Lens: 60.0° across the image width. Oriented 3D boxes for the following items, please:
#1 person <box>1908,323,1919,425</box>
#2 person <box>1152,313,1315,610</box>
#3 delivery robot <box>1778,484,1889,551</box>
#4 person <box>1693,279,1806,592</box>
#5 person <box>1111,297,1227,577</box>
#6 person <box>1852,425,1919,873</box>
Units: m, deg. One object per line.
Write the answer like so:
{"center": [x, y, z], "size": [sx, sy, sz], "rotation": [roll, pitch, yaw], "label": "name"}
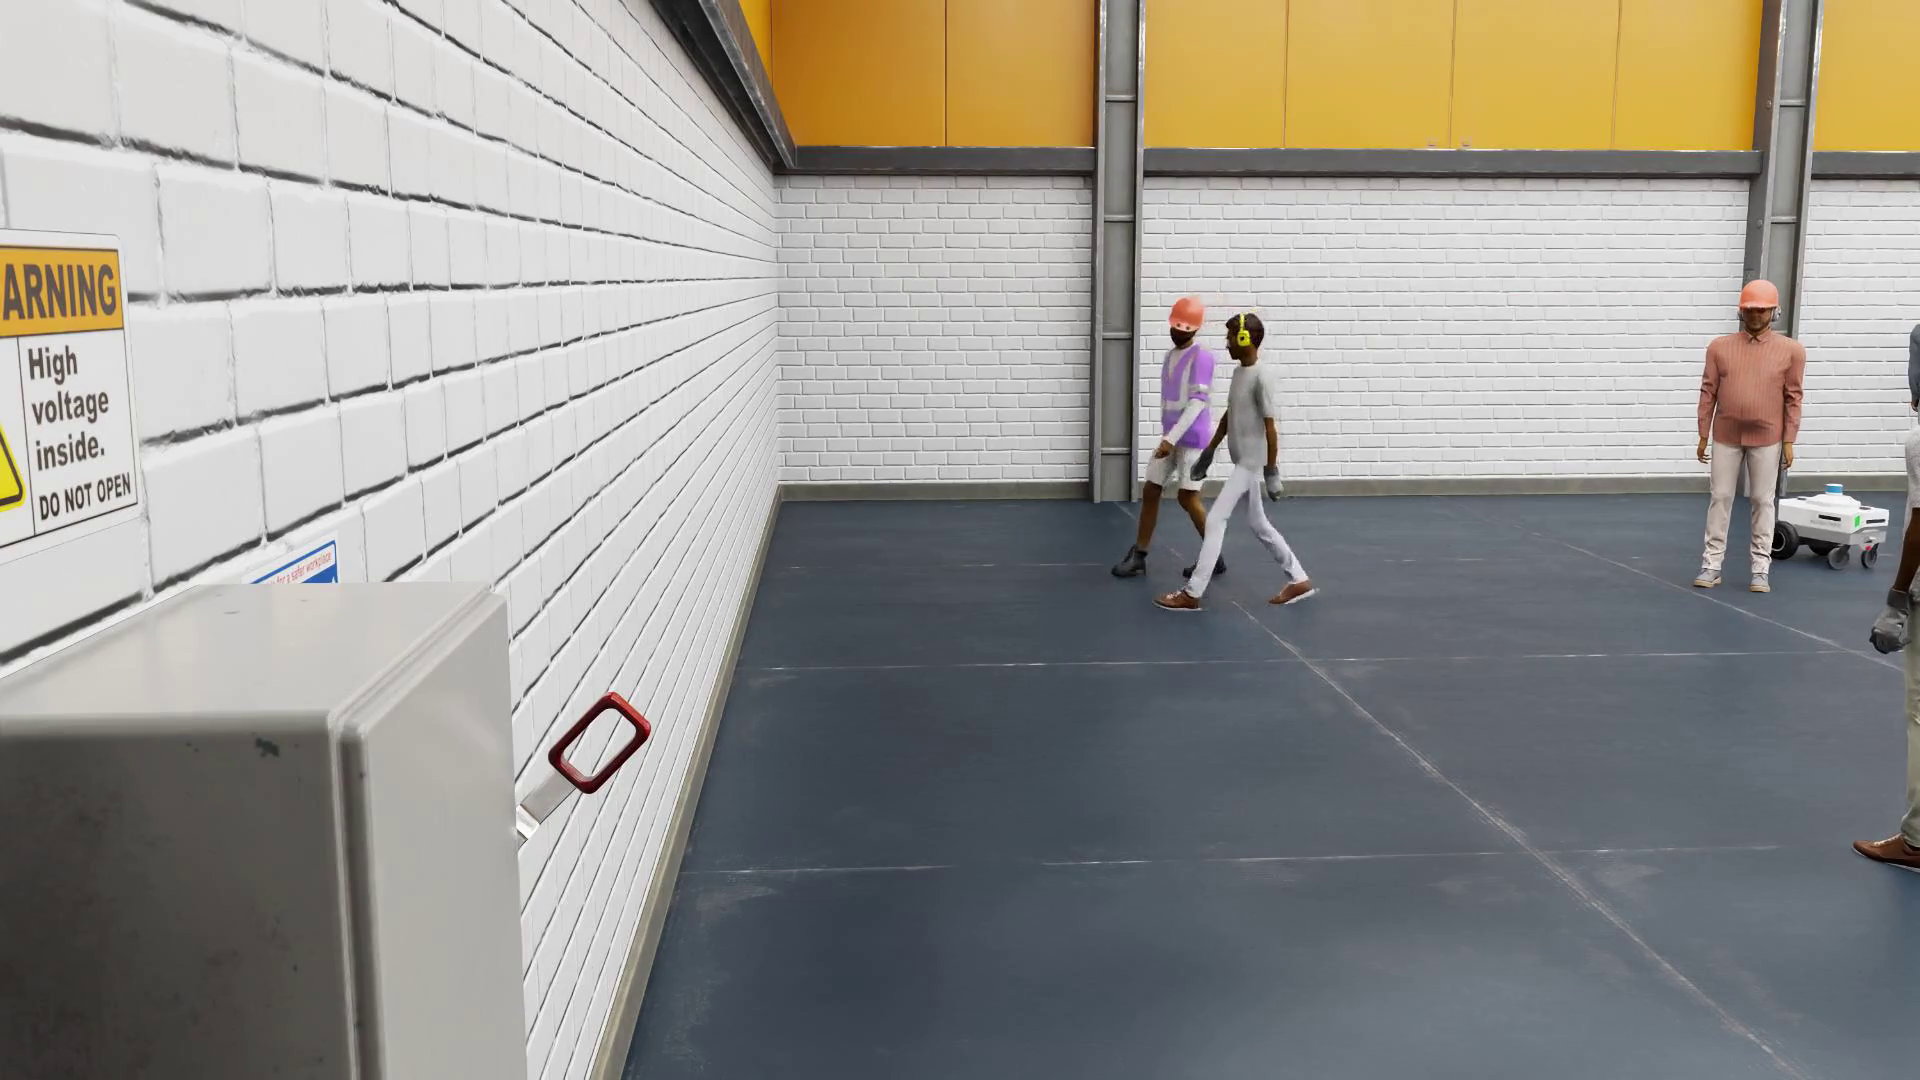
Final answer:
{"center": [8.711, -1.280, 14.718], "size": [0.372, 1.940, 0.630], "rotation": [-6, 11, -33], "label": "person"}
{"center": [1.710, -0.464, 10.075], "size": [1.014, 1.802, 0.481], "rotation": [0, 9, -2], "label": "person"}
{"center": [6.113, -0.150, 11.655], "size": [0.477, 0.478, 0.707], "rotation": [-4, 10, -21], "label": "delivery robot"}
{"center": [5.053, -0.666, 10.678], "size": [0.611, 1.996, 0.375], "rotation": [6, 11, 32], "label": "person"}
{"center": [1.434, -0.663, 11.037], "size": [0.741, 1.882, 0.554], "rotation": [-4, 10, -26], "label": "person"}
{"center": [3.332, 0.199, 5.638], "size": [0.519, 1.873, 0.328], "rotation": [-3, 10, -18], "label": "person"}
